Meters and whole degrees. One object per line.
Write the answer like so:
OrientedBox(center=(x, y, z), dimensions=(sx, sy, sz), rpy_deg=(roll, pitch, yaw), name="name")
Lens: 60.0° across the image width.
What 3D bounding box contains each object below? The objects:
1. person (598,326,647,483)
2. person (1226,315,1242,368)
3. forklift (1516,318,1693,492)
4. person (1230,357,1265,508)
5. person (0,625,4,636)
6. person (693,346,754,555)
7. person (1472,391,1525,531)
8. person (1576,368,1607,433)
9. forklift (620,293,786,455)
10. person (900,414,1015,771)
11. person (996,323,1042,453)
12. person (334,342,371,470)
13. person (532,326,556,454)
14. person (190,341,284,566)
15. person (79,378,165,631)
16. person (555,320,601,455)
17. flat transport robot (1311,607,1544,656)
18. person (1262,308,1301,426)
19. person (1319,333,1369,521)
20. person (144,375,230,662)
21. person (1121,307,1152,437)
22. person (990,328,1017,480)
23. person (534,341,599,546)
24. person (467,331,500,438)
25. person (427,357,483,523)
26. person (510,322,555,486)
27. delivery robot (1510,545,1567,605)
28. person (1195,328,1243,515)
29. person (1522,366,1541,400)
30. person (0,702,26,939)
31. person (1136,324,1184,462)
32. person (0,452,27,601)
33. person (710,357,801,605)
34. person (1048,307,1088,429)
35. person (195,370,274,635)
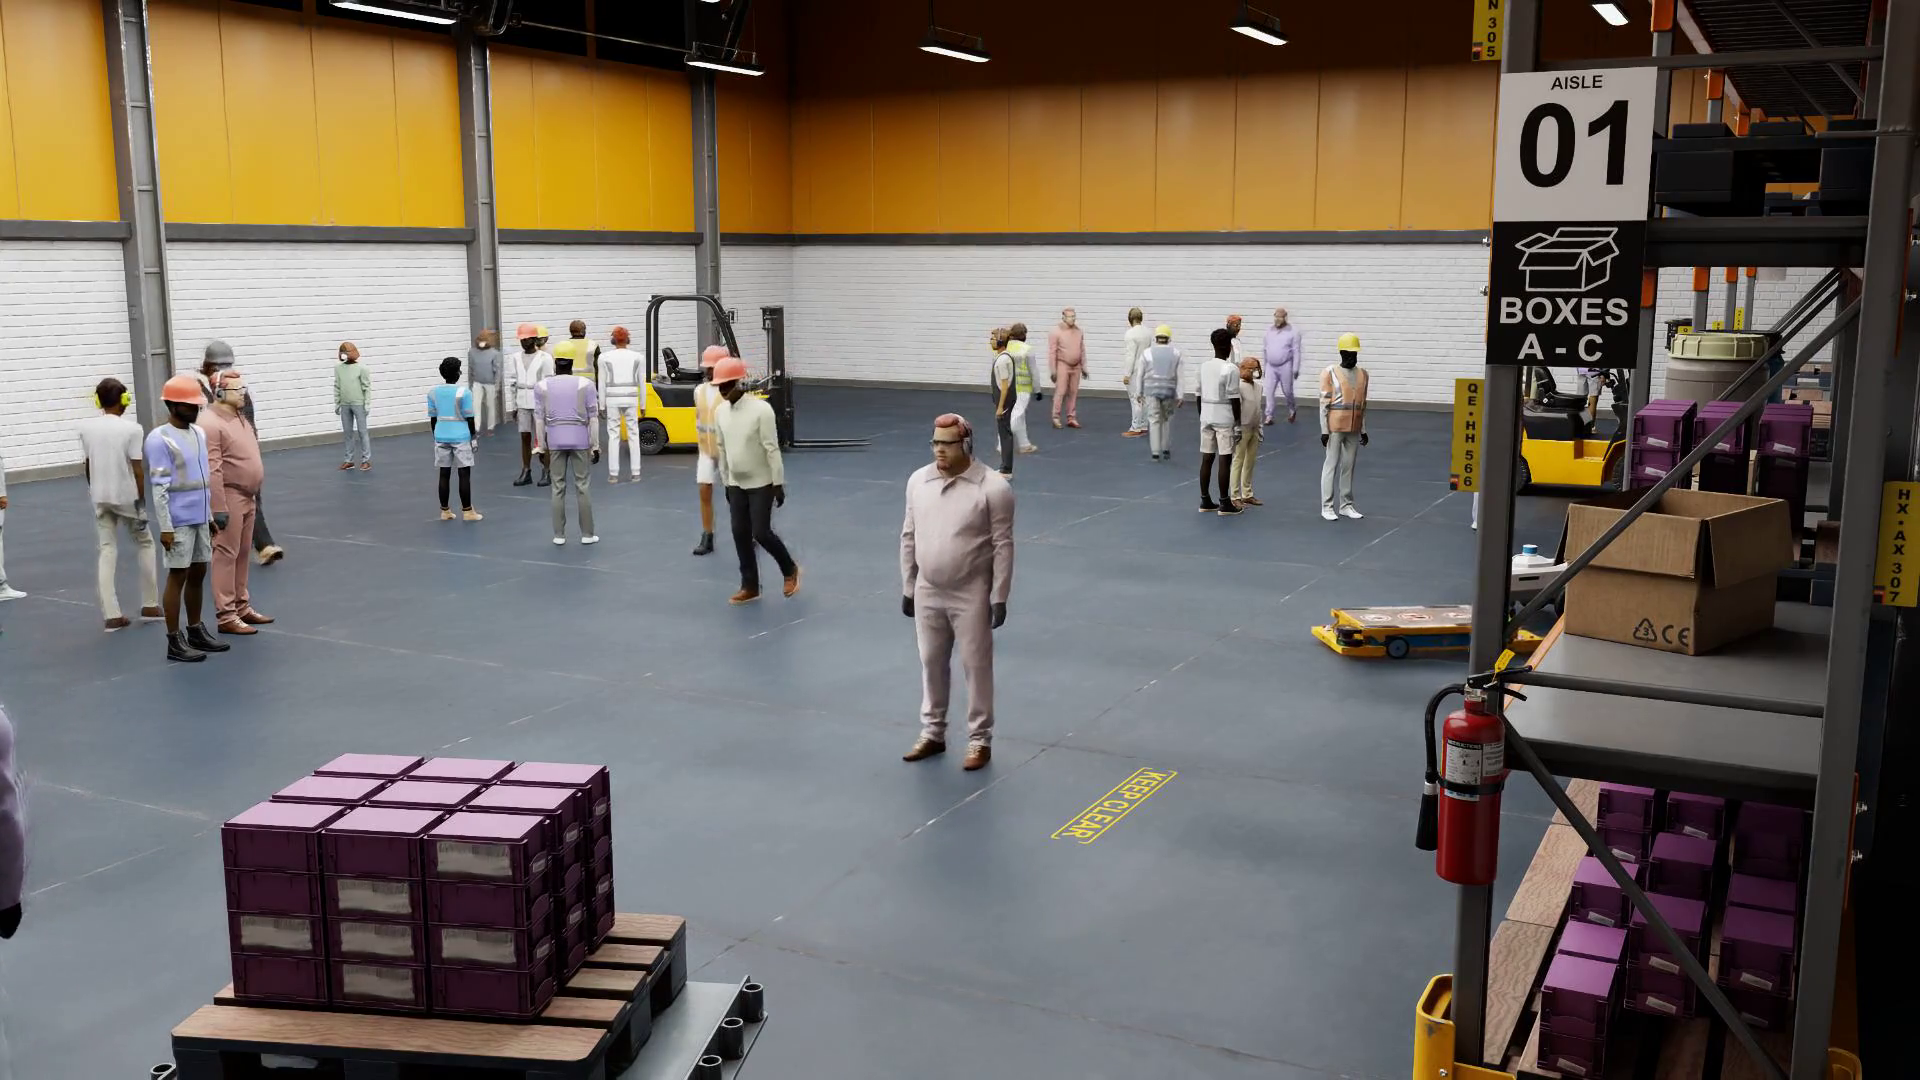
OrientedBox(center=(-4.045, -1.621, 19.964), dimensions=(0.569, 1.877, 0.368), rpy_deg=(-4, 10, -20), name="person")
OrientedBox(center=(3.798, -2.222, 23.395), dimensions=(0.361, 1.882, 0.575), rpy_deg=(6, 12, 32), name="person")
OrientedBox(center=(7.066, -1.601, 18.899), dimensions=(2.313, 2.155, 1.214), rpy_deg=(5, 11, 27), name="forklift")
OrientedBox(center=(3.117, -1.166, 18.003), dimensions=(0.500, 1.633, 0.283), rpy_deg=(-10, 14, -44), name="person")
OrientedBox(center=(-7.270, -0.136, 11.367), dimensions=(1.062, 1.885, 0.640), rpy_deg=(-9, 13, -42), name="person")
OrientedBox(center=(-2.181, -0.848, 15.379), dimensions=(0.550, 1.913, 0.866), rpy_deg=(5, 11, 25), name="person")
OrientedBox(center=(5.287, -0.958, 16.415), dimensions=(0.532, 1.768, 0.311), rpy_deg=(4, 11, 24), name="person")
OrientedBox(center=(9.242, -2.465, 24.325), dimensions=(0.364, 2.048, 0.607), rpy_deg=(-4, 10, -20), name="person")
OrientedBox(center=(-3.588, -2.317, 23.042), dimensions=(2.313, 2.155, 1.214), rpy_deg=(-1, 10, -5), name="forklift")
OrientedBox(center=(-0.042, 0.274, 8.881), dimensions=(0.651, 1.904, 0.403), rpy_deg=(5, 11, 27), name="person")
OrientedBox(center=(0.746, -2.038, 22.595), dimensions=(0.946, 1.805, 0.621), rpy_deg=(-9, 13, -42), name="person")
OrientedBox(center=(-7.693, -1.696, 21.067), dimensions=(0.503, 1.632, 0.274), rpy_deg=(3, 10, 15), name="person")
OrientedBox(center=(-5.687, -2.030, 22.625), dimensions=(0.533, 1.766, 0.316), rpy_deg=(4, 10, 20), name="person")
OrientedBox(center=(-6.415, -0.773, 14.553), dimensions=(1.024, 2.000, 0.704), rpy_deg=(8, 12, 38), name="person")
OrientedBox(center=(-6.178, -0.275, 12.256), dimensions=(0.508, 1.839, 0.690), rpy_deg=(0, 10, -1), name="person")
OrientedBox(center=(-5.177, -2.071, 22.649), dimensions=(0.625, 1.840, 0.430), rpy_deg=(-1, 10, -5), name="person")
OrientedBox(center=(3.244, 0.623, 11.583), dimensions=(1.431, 0.197, 0.652), rpy_deg=(-1, 10, -6), name="flat transport robot")
OrientedBox(center=(5.161, -2.779, 26.653), dimensions=(0.651, 1.883, 0.828), rpy_deg=(6, 11, 30), name="person")
OrientedBox(center=(3.969, -1.168, 17.163), dimensions=(0.587, 1.928, 0.363), rpy_deg=(-5, 11, -25), name="person")
OrientedBox(center=(-5.211, -0.151, 11.256), dimensions=(0.374, 1.933, 0.552), rpy_deg=(2, 10, 9), name="person")
OrientedBox(center=(2.633, -2.495, 24.824), dimensions=(0.379, 1.937, 0.629), rpy_deg=(7, 12, 35), name="person")
OrientedBox(center=(0.509, -1.641, 20.137), dimensions=(0.351, 1.846, 0.507), rpy_deg=(1, 10, 7), name="person")
OrientedBox(center=(-3.683, -0.904, 15.634), dimensions=(0.584, 1.928, 0.373), rpy_deg=(-1, 10, -5), name="person")
OrientedBox(center=(-7.067, -2.295, 24.649), dimensions=(0.514, 1.578, 0.871), rpy_deg=(-1, 10, -3), name="person")
OrientedBox(center=(-5.154, -1.016, 16.951), dimensions=(0.531, 1.697, 0.320), rpy_deg=(3, 10, 17), name="person")
OrientedBox(center=(-5.039, -1.591, 19.585), dimensions=(0.547, 1.937, 0.379), rpy_deg=(2, 10, 13), name="person")
OrientedBox(center=(4.266, 0.280, 12.479), dimensions=(0.707, 0.478, 0.477), rpy_deg=(-3, 10, -19), name="delivery robot")
OrientedBox(center=(2.737, -1.246, 17.503), dimensions=(0.367, 1.966, 0.607), rpy_deg=(-7, 12, -37), name="person")
OrientedBox(center=(7.263, -1.833, 21.331), dimensions=(0.404, 1.823, 0.591), rpy_deg=(-1, 10, -6), name="person")
OrientedBox(center=(-3.020, 1.055, 4.677), dimensions=(0.631, 1.795, 0.950), rpy_deg=(-2, 10, -12), name="person")
OrientedBox(center=(2.648, -1.959, 22.100), dimensions=(0.614, 1.792, 0.834), rpy_deg=(0, 10, 2), name="person")
OrientedBox(center=(-7.735, -0.387, 13.172), dimensions=(0.487, 1.744, 0.312), rpy_deg=(4, 10, 21), name="person")
OrientedBox(center=(-1.625, -0.460, 12.993), dimensions=(0.641, 1.956, 0.688), rpy_deg=(7, 12, 35), name="person")
OrientedBox(center=(1.698, -2.699, 26.093), dimensions=(0.653, 1.905, 0.403), rpy_deg=(-7, 12, -34), name="person")
OrientedBox(center=(-5.261, -0.280, 12.081), dimensions=(0.406, 1.910, 0.639), rpy_deg=(-1, 10, -3), name="person")
